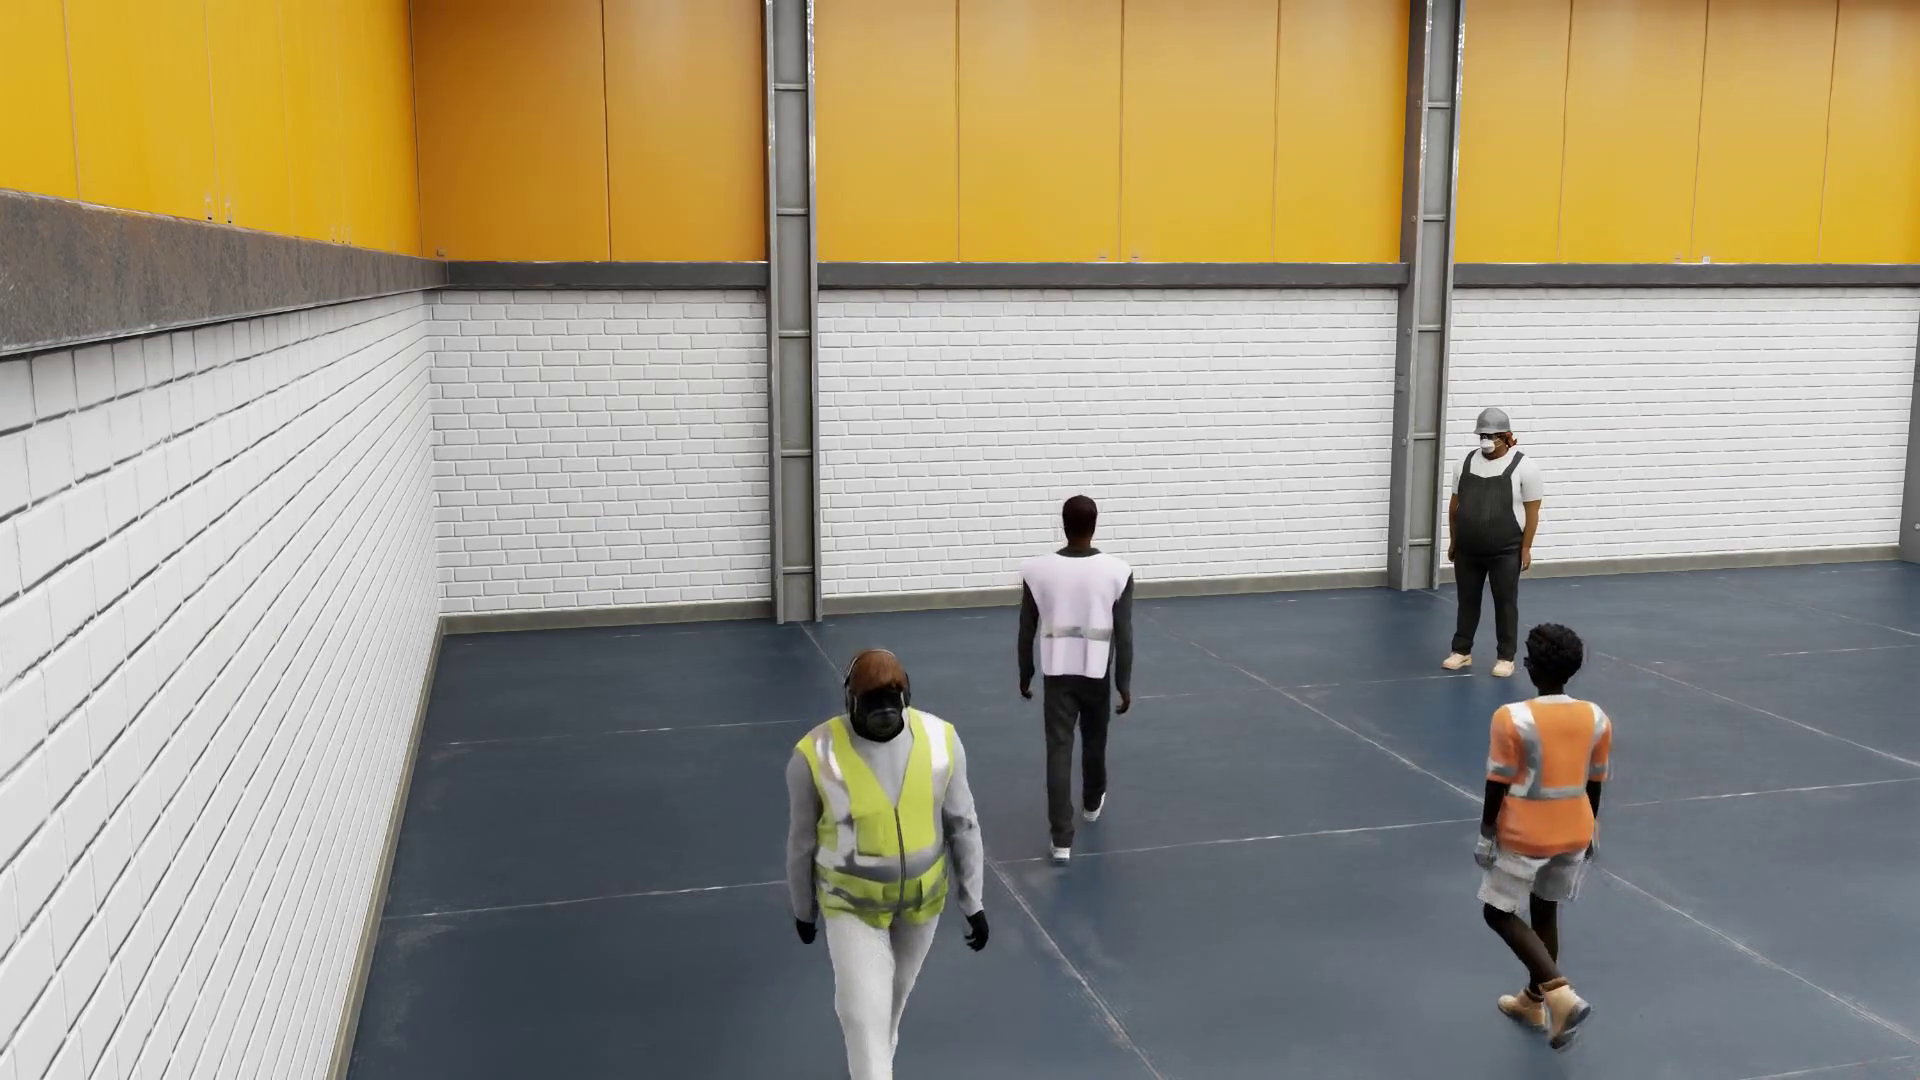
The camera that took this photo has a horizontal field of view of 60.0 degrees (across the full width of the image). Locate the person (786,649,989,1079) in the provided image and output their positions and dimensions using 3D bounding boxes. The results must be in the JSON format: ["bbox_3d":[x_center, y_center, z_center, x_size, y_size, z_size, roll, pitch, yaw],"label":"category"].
[{"bbox_3d":[-0.265,1.235,5.725,0.626,1.797,0.958,-4,10,-22],"label":"person"}]

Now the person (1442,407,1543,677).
[{"bbox_3d":[3.984,0.011,12.554,0.684,2.000,0.535,8,12,40],"label":"person"}]

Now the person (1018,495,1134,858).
[{"bbox_3d":[0.611,0.692,8.874,0.614,1.862,1.025,1,9,5],"label":"person"}]

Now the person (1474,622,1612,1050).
[{"bbox_3d":[2.302,1.164,6.467,0.545,1.679,0.553,-3,10,-21],"label":"person"}]
